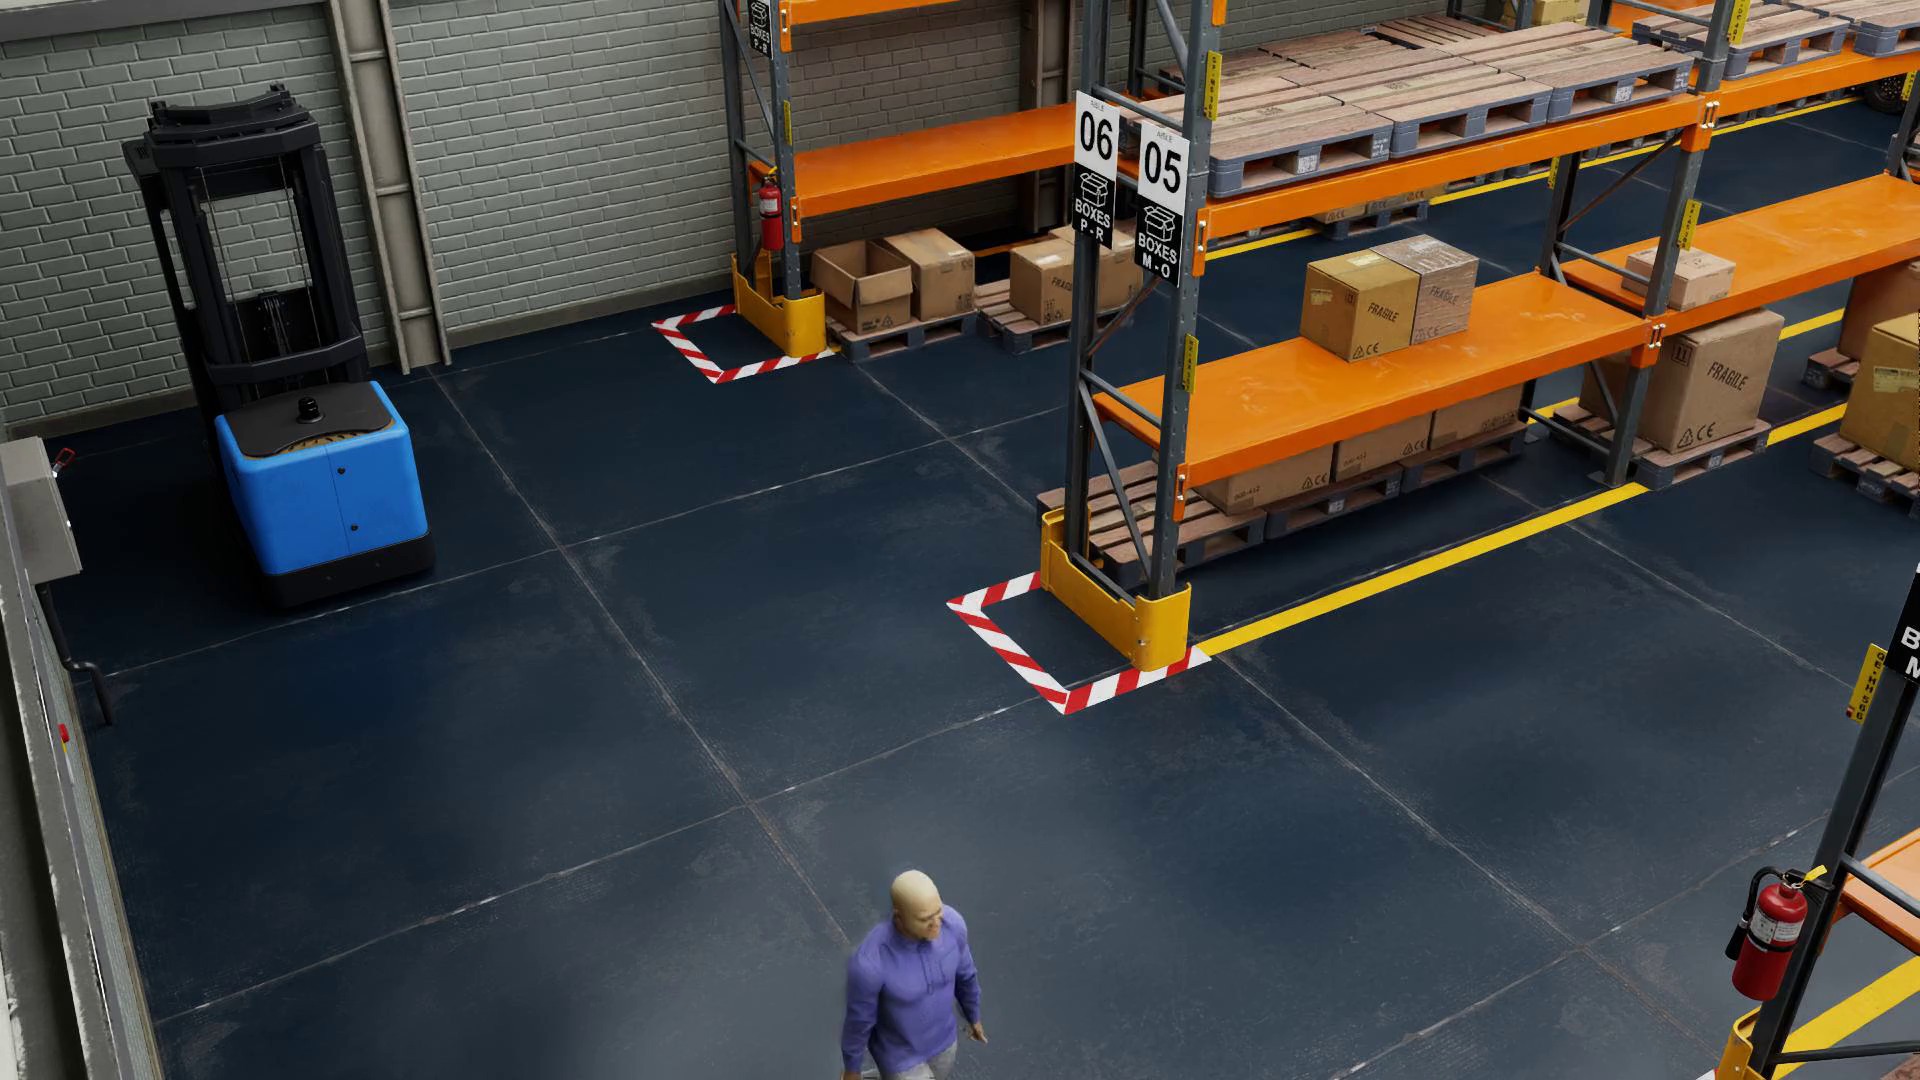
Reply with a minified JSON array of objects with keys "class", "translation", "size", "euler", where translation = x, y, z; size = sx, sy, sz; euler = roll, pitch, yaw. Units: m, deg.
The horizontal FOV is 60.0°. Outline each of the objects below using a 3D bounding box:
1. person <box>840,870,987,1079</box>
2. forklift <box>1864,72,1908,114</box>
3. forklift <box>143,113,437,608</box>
[{"class":"person","translation":[-0.219,1.903,6.449],"size":[0.589,1.768,0.856],"euler":[-25,40,-35]},{"class":"forklift","translation":[11.468,-5.645,18.244],"size":[1.214,2.155,2.313],"euler":[-17,36,-26]},{"class":"forklift","translation":[-4.289,-1.259,10.509],"size":[1.129,2.768,1.873],"euler":[-17,36,-26]}]
